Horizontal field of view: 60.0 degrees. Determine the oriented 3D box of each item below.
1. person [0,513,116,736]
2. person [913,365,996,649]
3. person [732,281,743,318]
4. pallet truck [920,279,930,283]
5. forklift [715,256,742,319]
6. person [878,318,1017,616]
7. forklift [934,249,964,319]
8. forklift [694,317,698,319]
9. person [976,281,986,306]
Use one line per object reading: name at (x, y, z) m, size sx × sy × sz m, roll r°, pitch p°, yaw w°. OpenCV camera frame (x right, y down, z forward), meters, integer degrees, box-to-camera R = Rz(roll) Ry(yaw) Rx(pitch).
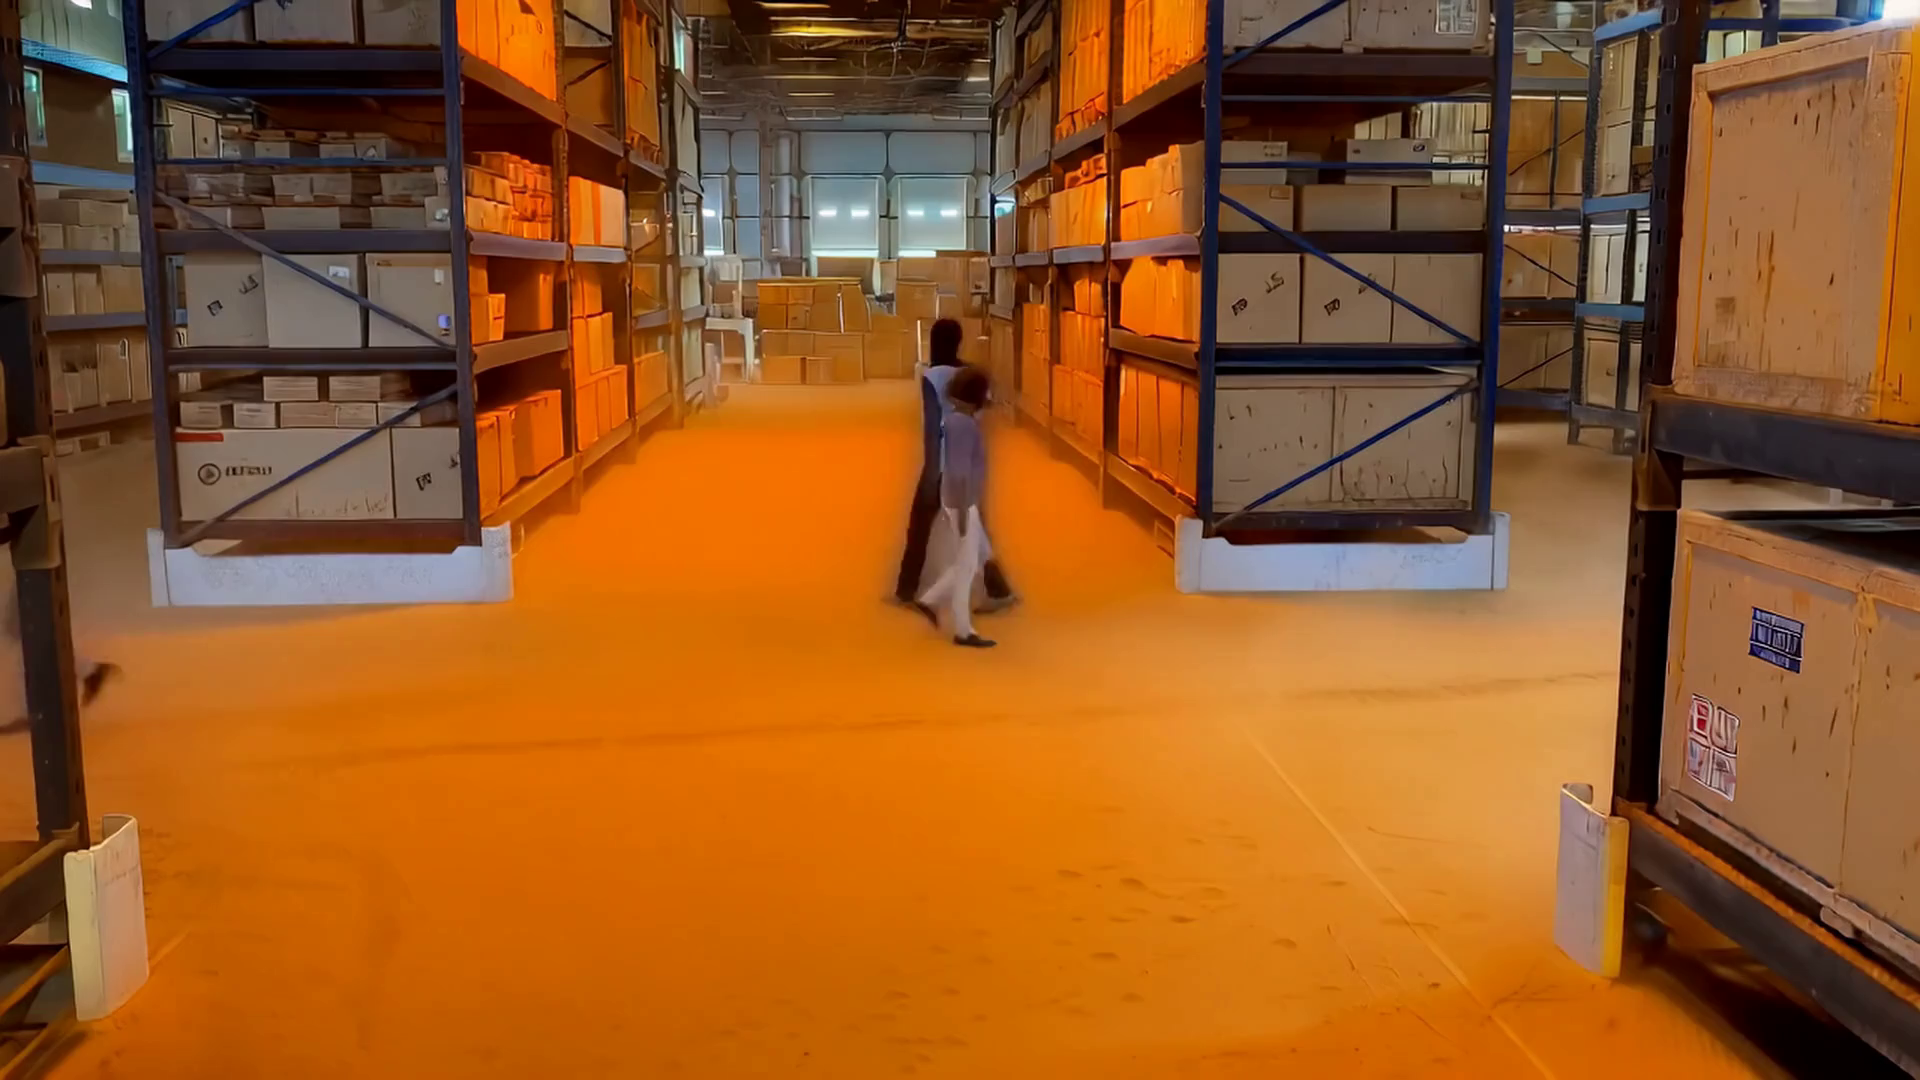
person at (-4.256, 0.093, 7.666) m, size 0.450 × 1.619 × 0.522 m, roll -3°, pitch 10°, yaw -18°
person at (-0.002, -0.186, 9.426) m, size 0.415 × 1.618 × 0.523 m, roll 1°, pitch 9°, yaw 5°
person at (-7.111, -7.447, 54.038) m, size 0.631 × 1.940 × 0.372 m, roll 5°, pitch 10°, yaw 26°
pallet truck at (-0.932, -8.922, 63.114) m, size 1.885 × 1.965 × 0.823 m, roll 2°, pitch 9°, yaw 13°
forklift at (-8.573, -9.185, 62.001) m, size 1.129 × 2.768 × 1.873 m, roll -1°, pitch 9°, yaw -4°
person at (-0.049, -0.451, 10.392) m, size 0.959 × 1.861 × 0.640 m, roll 6°, pitch 11°, yaw 33°
forklift at (-0.308, -6.534, 45.360) m, size 1.873 × 2.768 × 1.129 m, roll -7°, pitch 11°, yaw -36°
forklift at (-5.880, -5.096, 36.328) m, size 1.873 × 2.768 × 1.129 m, roll -1°, pitch 9°, yaw -5°
person at (0.690, -8.323, 59.605) m, size 0.691 × 1.912 × 0.627 m, roll -6°, pitch 11°, yaw -31°
